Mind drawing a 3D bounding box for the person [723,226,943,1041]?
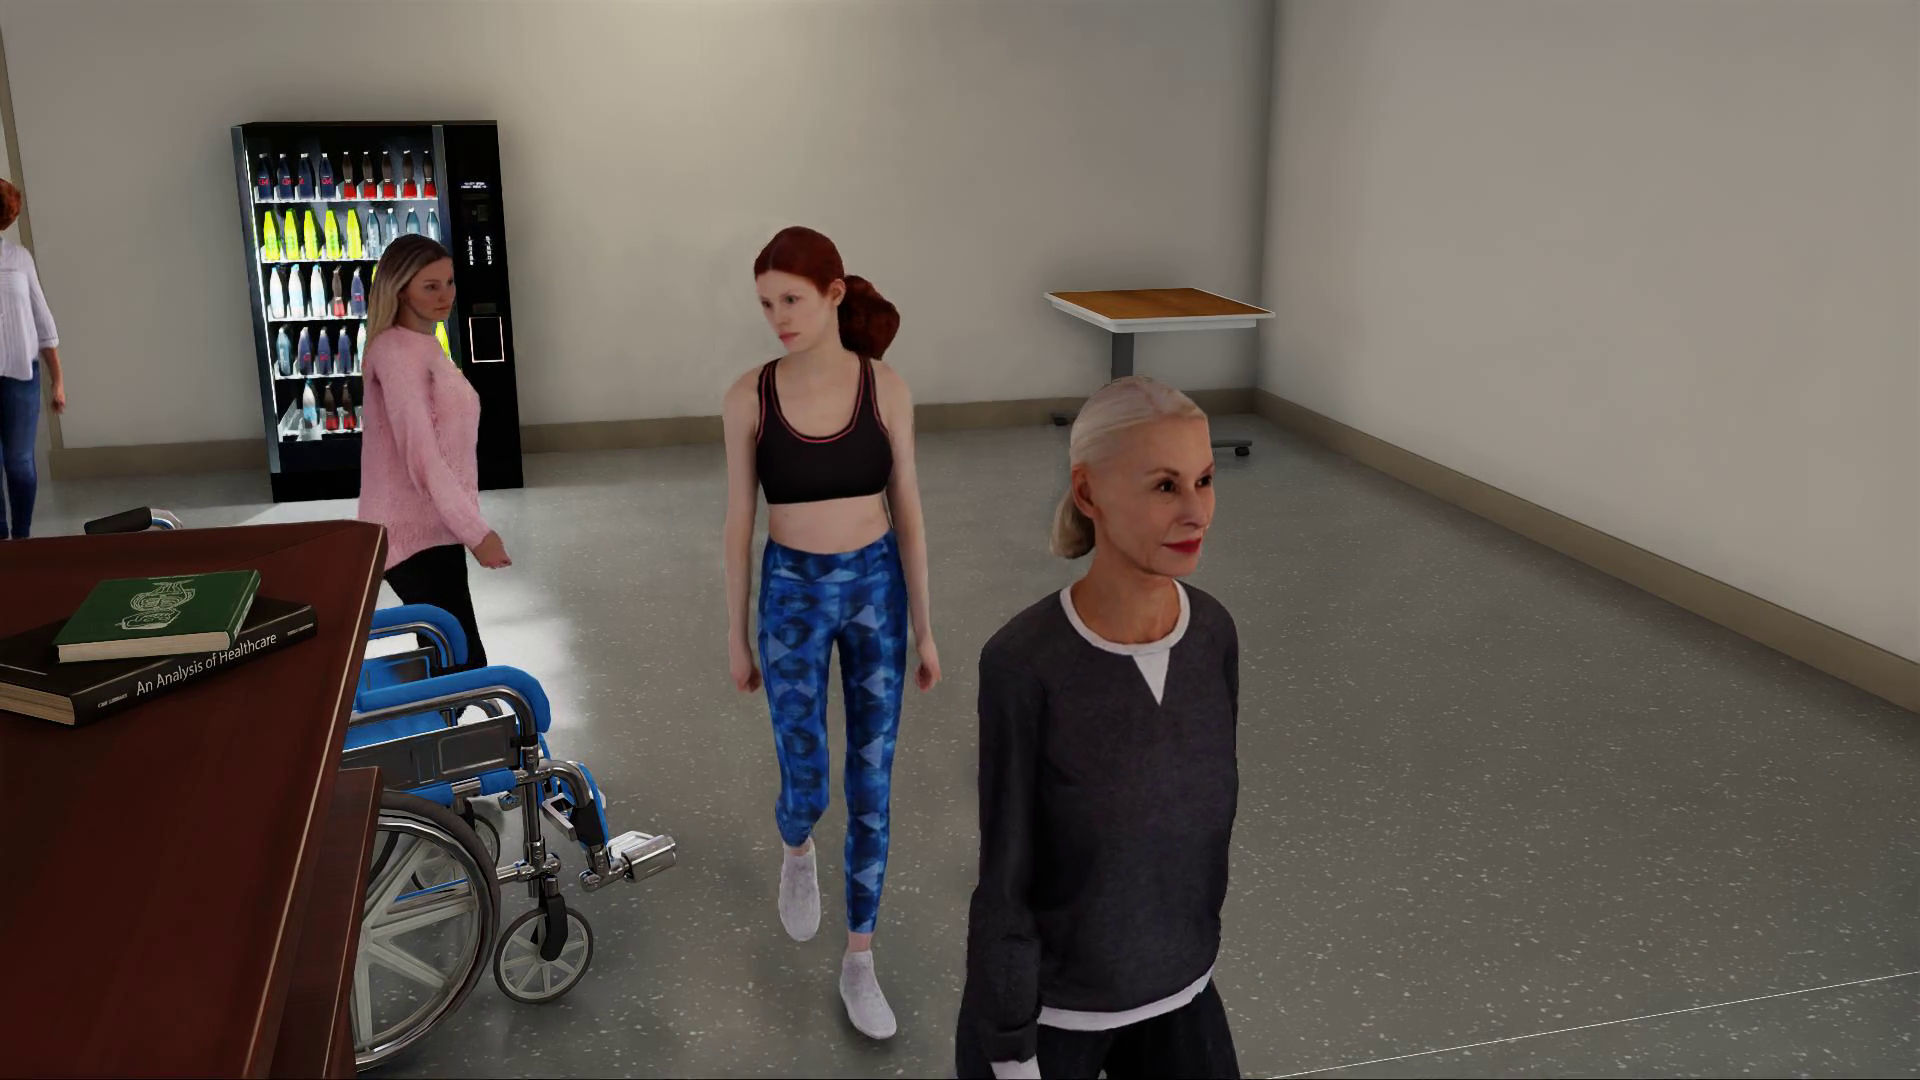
[{"bbox_3d":[-0.309,0.197,3.695,0.726,1.775,0.659,-6,17,-20],"label":"person"}]

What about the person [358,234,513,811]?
[{"bbox_3d":[-1.515,0.025,4.506,0.703,1.665,0.655,-4,16,-13],"label":"person"}]

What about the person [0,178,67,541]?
[{"bbox_3d":[-4.125,-0.708,7.048,0.937,1.698,0.905,15,22,43],"label":"person"}]

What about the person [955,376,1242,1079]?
[{"bbox_3d":[0.142,0.603,2.378,0.763,1.708,0.772,-7,17,-24],"label":"person"}]
